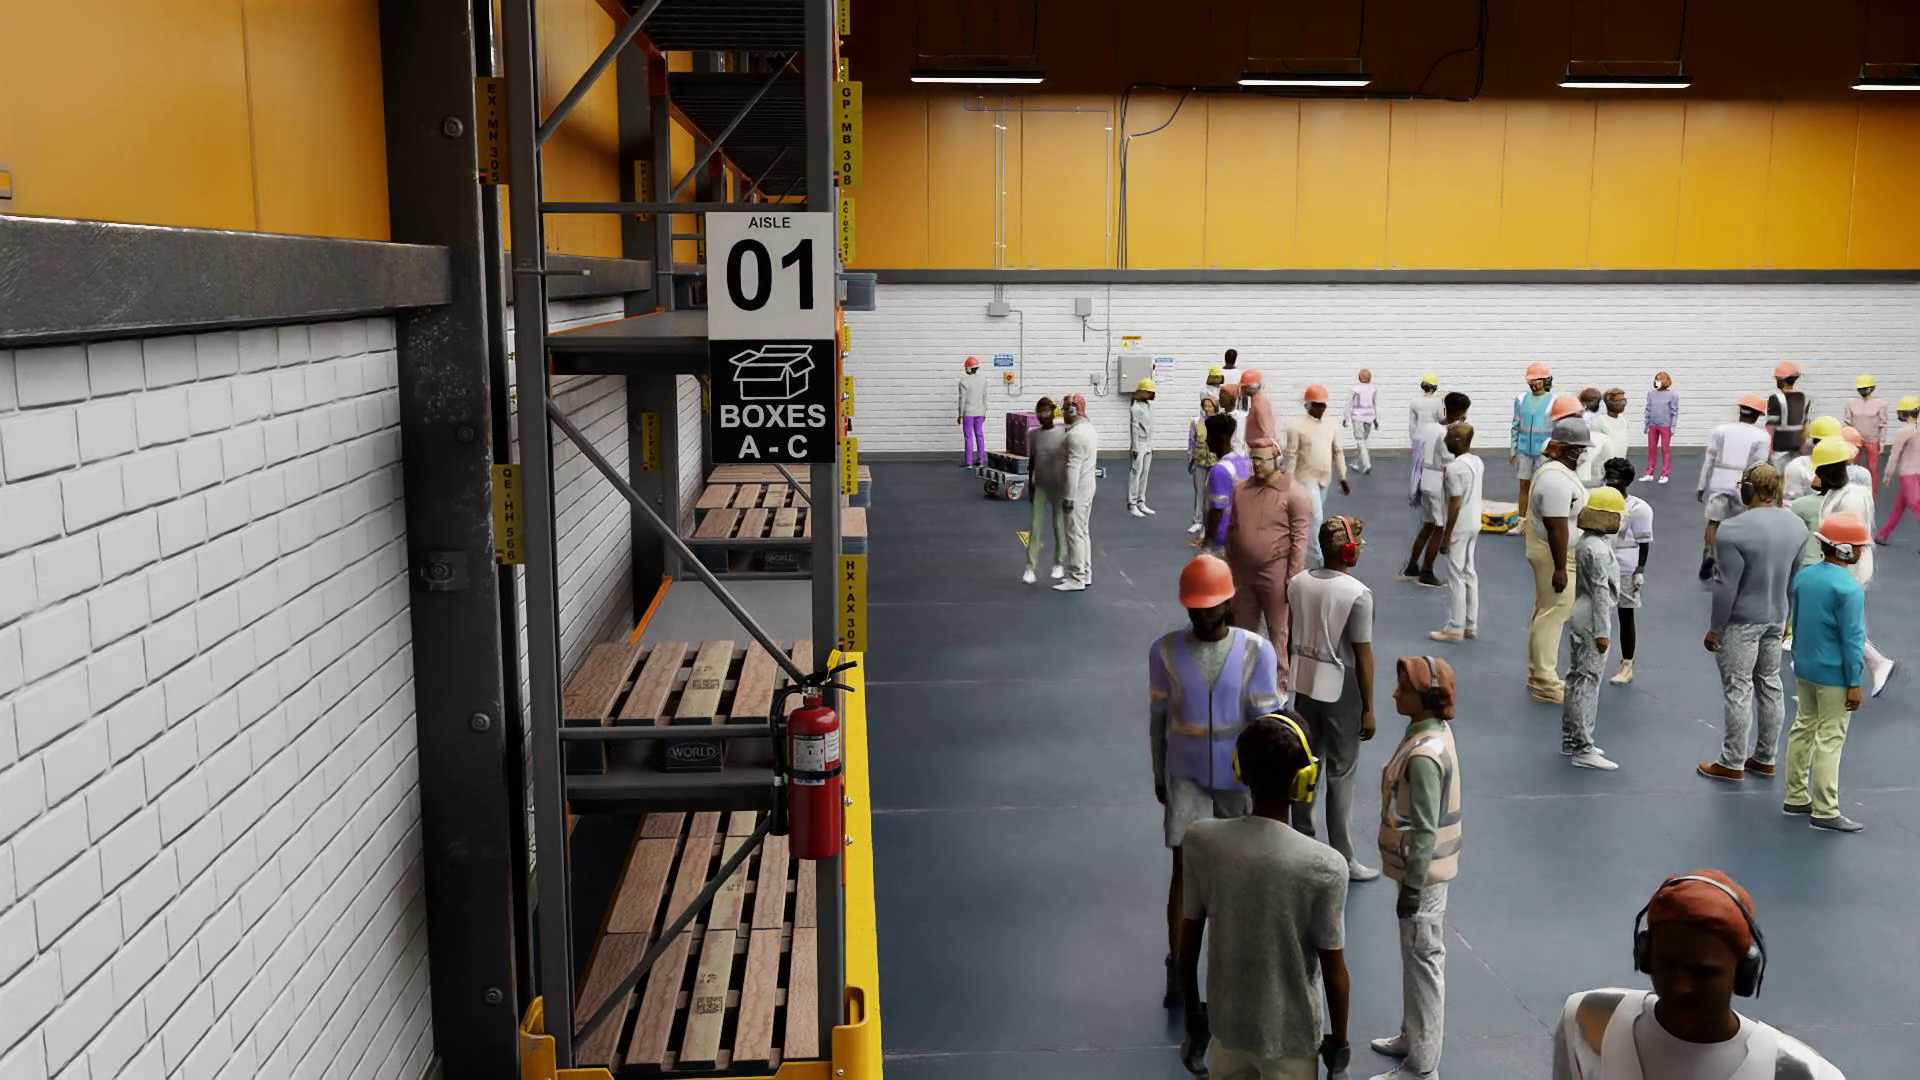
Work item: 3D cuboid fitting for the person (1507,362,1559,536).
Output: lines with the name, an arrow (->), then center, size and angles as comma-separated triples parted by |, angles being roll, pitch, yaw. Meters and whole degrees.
person -> 6.624, -1.029, 19.171 | 0.614, 2.040, 0.390 | 8, 12, 42

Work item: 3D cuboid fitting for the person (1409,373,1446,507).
person -> 6.104, -1.294, 21.698 | 0.525, 1.770, 0.306 | 8, 12, 41

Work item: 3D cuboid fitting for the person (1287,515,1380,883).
person -> 1.851, 0.794, 8.340 | 0.390, 1.847, 0.563 | -5, 11, -31

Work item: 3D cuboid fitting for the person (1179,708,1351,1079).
person -> 0.844, 1.380, 4.590 | 0.514, 1.872, 0.328 | 6, 11, 33

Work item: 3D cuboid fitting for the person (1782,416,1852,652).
person -> 6.890, -0.042, 13.384 | 0.590, 1.918, 0.417 | -2, 9, -12

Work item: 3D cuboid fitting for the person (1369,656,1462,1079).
person -> 1.712, 1.233, 6.220 | 0.306, 1.642, 0.521 | 3, 9, 16

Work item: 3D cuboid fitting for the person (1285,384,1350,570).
person -> 3.596, -0.629, 16.976 | 0.621, 1.954, 1.009 | -5, 10, -30

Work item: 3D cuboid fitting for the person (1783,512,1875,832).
person -> 4.788, 0.712, 9.141 | 0.330, 1.751, 0.563 | -1, 9, -4

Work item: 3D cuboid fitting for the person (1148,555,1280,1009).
person -> 1.059, 0.992, 7.015 | 0.555, 1.876, 0.983 | 2, 9, 11

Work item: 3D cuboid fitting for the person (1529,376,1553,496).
person -> 7.980, -1.442, 22.876 | 0.530, 1.689, 0.322 | -5, 11, -31

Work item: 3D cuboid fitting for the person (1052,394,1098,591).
person -> 1.112, -0.459, 16.069 | 0.400, 1.896, 0.655 | 2, 9, 15

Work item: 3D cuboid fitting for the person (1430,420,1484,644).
person -> 4.130, -0.068, 13.758 | 0.328, 1.842, 0.515 | 8, 12, 41

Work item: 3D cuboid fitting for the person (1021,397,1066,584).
person -> 0.875, -0.496, 16.484 | 0.527, 1.833, 0.774 | 3, 10, 20

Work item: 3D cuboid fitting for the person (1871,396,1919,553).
person -> 10.450, -0.725, 18.307 | 0.527, 1.708, 0.946 | -5, 10, -29

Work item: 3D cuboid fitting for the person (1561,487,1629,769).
person -> 3.943, 0.533, 10.309 | 0.302, 1.741, 0.484 | 1, 9, 7

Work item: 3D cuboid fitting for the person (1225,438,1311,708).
person -> 2.122, 0.232, 11.690 | 0.643, 1.907, 0.410 | 9, 12, 43

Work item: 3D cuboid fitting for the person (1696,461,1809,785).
person -> 4.721, 0.494, 9.935 | 0.632, 1.940, 0.372 | -3, 10, -21

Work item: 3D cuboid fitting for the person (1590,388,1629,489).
person -> 6.914, -0.697, 17.702 | 0.508, 1.847, 0.345 | -5, 10, -29

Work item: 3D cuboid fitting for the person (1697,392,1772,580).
person -> 7.552, -0.496, 16.294 | 0.636, 1.893, 0.682 | 7, 11, 36

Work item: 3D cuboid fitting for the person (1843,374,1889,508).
person -> 11.773, -1.279, 21.659 | 0.528, 1.758, 0.362 | 9, 13, 44

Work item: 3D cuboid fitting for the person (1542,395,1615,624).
person -> 5.416, -0.264, 14.532 | 0.683, 2.009, 0.565 | 6, 11, 32

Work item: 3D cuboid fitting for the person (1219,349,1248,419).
person -> 4.074, -1.976, 25.548 | 0.696, 1.908, 0.388 | 3, 10, 20

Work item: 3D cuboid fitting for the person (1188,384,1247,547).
person -> 3.069, -0.823, 18.536 | 0.947, 1.851, 0.581 | -3, 9, -17

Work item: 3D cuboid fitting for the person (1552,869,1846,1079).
person -> 1.427, 1.571, 3.347 | 0.579, 1.884, 0.352 | 7, 12, 39

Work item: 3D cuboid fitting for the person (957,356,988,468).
person -> 0.189, -2.020, 26.282 | 0.571, 1.755, 0.319 | -7, 11, -38

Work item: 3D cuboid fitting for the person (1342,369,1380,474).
person -> 6.201, -1.832, 25.611 | 0.522, 1.606, 0.824 | -2, 9, -14

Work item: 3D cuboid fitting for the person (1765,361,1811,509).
person -> 9.907, -1.120, 19.854 | 0.612, 2.024, 0.762 | -3, 10, -20

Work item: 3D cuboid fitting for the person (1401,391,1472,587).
person -> 4.644, -0.490, 16.158 | 0.471, 1.925, 0.697 | 0, 9, -3

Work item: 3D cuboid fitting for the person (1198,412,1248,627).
person -> 2.039, -0.035, 13.192 | 0.463, 1.965, 0.654 | 4, 10, 23

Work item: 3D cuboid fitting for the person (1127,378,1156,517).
person -> 2.317, -1.170, 20.999 | 0.324, 1.740, 0.492 | 6, 11, 32

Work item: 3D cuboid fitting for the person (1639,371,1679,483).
person -> 10.249, -1.650, 24.347 | 0.285, 1.633, 0.501 | -6, 11, -35

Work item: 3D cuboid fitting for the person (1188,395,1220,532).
person -> 2.930, -0.886, 19.547 | 0.523, 1.636, 0.310 | 4, 10, 24

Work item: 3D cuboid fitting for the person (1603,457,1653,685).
person -> 4.864, 0.225, 12.380 | 0.315, 1.695, 0.541 | -6, 11, -34

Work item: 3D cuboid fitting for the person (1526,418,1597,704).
person -> 4.320, 0.133, 11.883 | 0.535, 2.000, 0.687 | 2, 9, 15

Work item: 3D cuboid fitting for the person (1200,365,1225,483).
person -> 3.674, -1.652, 24.016 | 0.487, 1.746, 0.288 | -6, 11, -32

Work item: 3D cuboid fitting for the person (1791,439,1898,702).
person -> 6.297, 0.233, 11.732 | 0.667, 1.894, 0.647 | 2, 9, 11
